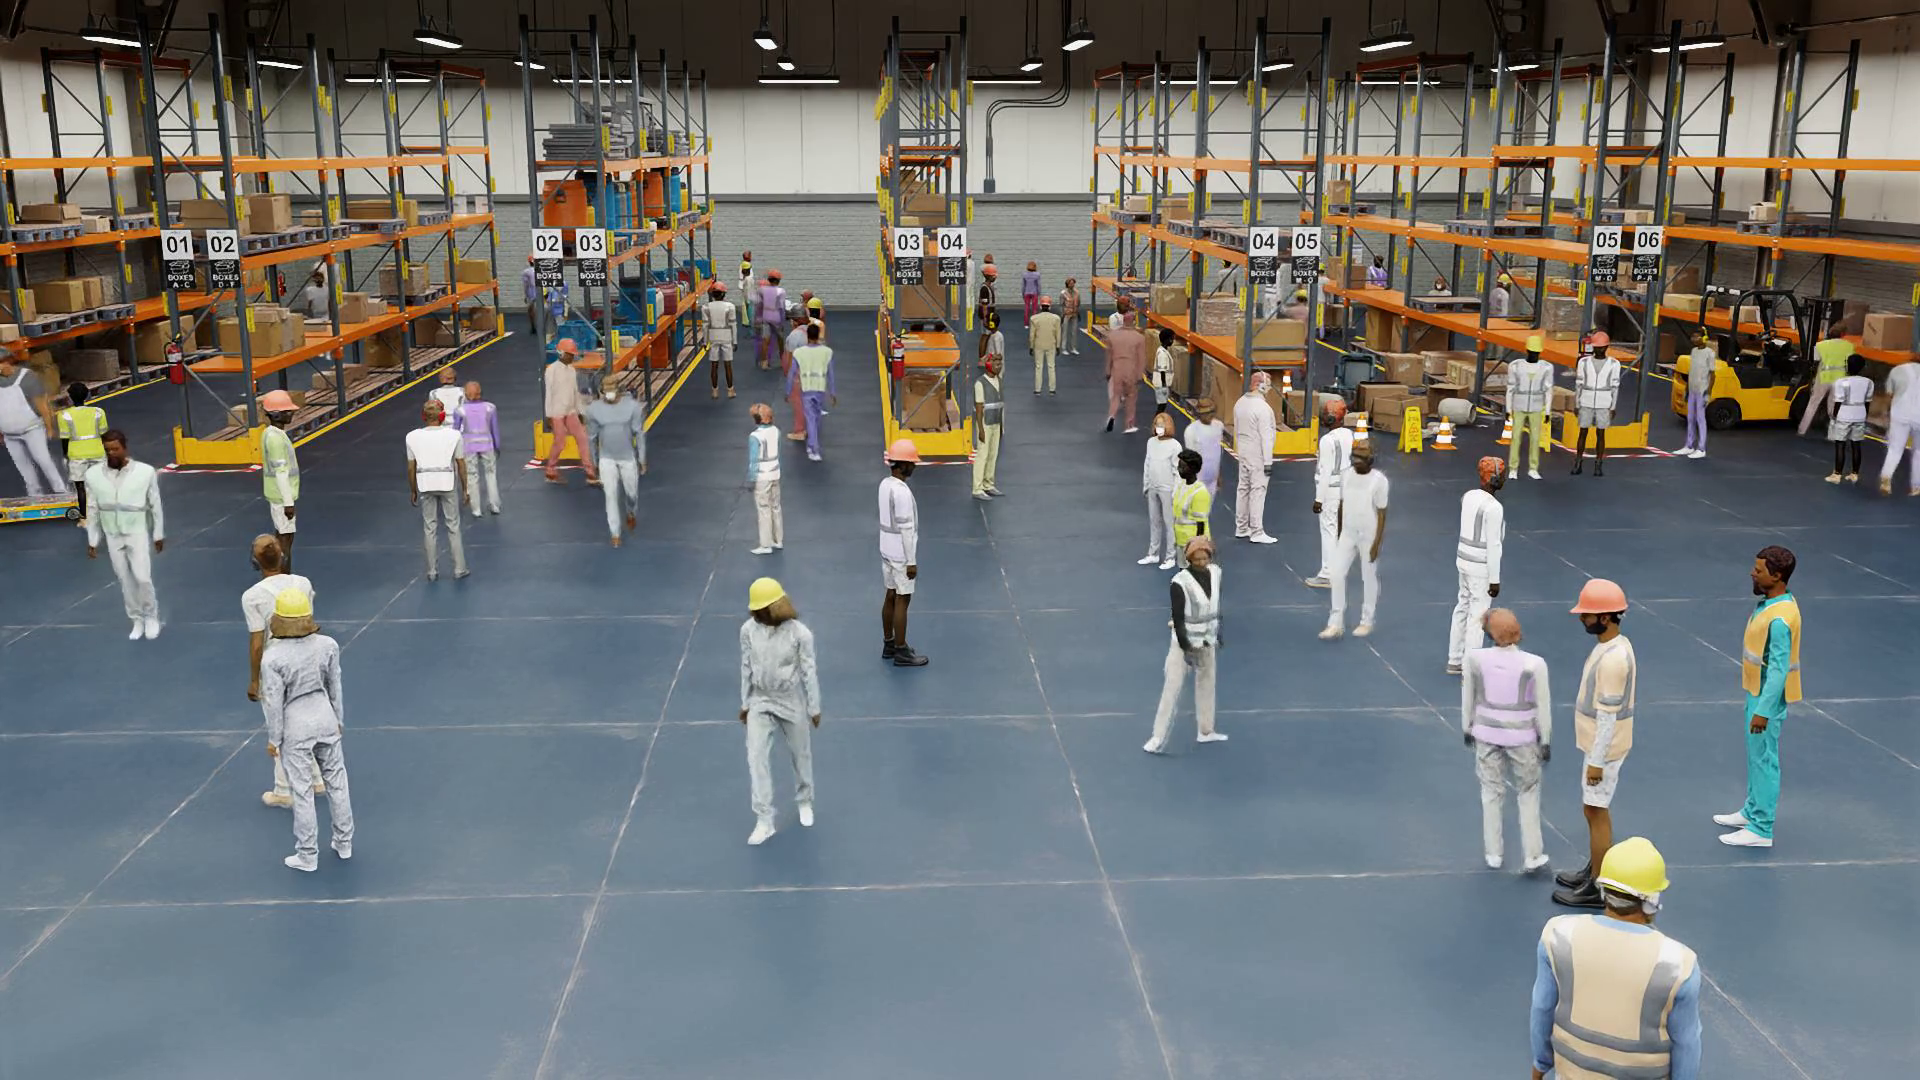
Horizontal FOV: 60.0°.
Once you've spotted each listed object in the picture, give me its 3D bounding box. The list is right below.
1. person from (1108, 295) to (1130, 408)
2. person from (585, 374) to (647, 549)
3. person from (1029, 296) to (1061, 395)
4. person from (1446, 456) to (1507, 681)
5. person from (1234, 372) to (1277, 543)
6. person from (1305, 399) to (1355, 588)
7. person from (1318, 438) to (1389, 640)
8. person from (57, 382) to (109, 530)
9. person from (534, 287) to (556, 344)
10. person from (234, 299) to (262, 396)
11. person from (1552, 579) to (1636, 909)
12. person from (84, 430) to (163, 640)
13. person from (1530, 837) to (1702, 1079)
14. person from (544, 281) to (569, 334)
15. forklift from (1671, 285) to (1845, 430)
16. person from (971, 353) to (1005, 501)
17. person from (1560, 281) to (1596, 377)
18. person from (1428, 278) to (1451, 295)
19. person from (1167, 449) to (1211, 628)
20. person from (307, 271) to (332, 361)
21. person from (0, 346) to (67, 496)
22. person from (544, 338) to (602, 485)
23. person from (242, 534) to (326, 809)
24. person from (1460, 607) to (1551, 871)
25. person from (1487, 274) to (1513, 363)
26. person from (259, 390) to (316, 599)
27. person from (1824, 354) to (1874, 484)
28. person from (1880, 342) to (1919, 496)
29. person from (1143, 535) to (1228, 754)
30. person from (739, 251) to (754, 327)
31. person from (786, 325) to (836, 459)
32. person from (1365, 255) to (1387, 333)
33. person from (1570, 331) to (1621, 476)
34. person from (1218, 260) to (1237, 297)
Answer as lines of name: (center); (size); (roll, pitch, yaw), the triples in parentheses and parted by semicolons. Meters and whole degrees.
person: (2.704, -3.180, 28.070); (0.360, 1.886, 0.574); (9, 16, 34)
person: (-3.780, -0.907, 18.386); (0.648, 1.916, 0.763); (-2, 13, -7)
person: (1.502, -3.446, 29.482); (0.575, 1.749, 0.334); (-1, 13, -5)
person: (4.244, 0.245, 13.597); (0.355, 1.877, 0.574); (-2, 13, -9)
person: (3.296, -0.919, 18.460); (0.409, 1.903, 0.638); (-5, 14, -22)
person: (3.699, -0.465, 16.573); (0.356, 1.884, 0.574); (10, 16, 36)
person: (3.472, 0.013, 14.678); (0.524, 1.815, 0.789); (12, 18, 42)
person: (-10.027, -0.965, 19.090); (0.531, 1.698, 0.320); (-12, 18, -40)
person: (-7.816, -3.890, 31.362); (0.349, 1.758, 0.522); (1, 13, 2)
person: (-12.597, -3.413, 29.386); (0.320, 1.737, 0.485); (0, 13, 1)
person: (3.656, 1.166, 9.579); (0.393, 1.927, 0.550); (5, 14, 19)
person: (-7.387, -0.032, 14.706); (0.593, 1.898, 0.526); (-2, 13, -9)
person: (2.459, 1.995, 6.269); (0.599, 1.827, 0.403); (9, 16, 34)
person: (-8.271, -4.635, 33.890); (0.607, 2.048, 0.366); (1, 13, 4)
forklift: (12.503, -2.886, 26.166); (2.313, 2.155, 1.214); (-1, 13, -3)
person: (0.347, -1.419, 20.728); (0.384, 1.836, 0.561); (8, 15, 31)
person: (11.803, -3.997, 31.633); (0.510, 1.835, 0.758); (-5, 14, -20)
person: (10.116, -4.727, 35.166); (0.507, 1.631, 0.266); (6, 15, 25)
person: (2.073, 0.014, 14.960); (0.319, 1.693, 0.535); (-4, 14, -15)
person: (-13.266, -4.667, 34.506); (0.519, 1.838, 0.913); (-6, 15, -25)
person: (-11.452, -1.417, 20.269); (0.777, 2.000, 0.541); (2, 13, 7)
person: (-5.026, -1.647, 21.535); (0.872, 1.916, 0.654); (6, 14, 23)
person: (-4.492, 0.864, 11.030); (0.326, 1.841, 0.515); (8, 15, 29)
person: (3.299, 1.206, 10.088); (0.574, 1.604, 0.327); (7, 15, 29)
person: (10.944, -4.469, 33.674); (0.411, 1.821, 0.615); (-2, 13, -10)
person: (-6.529, -0.434, 16.098); (0.377, 2.045, 0.605); (-7, 15, -27)
person: (11.578, -1.570, 21.653); (0.542, 1.697, 0.316); (-2, 13, -9)
person: (11.892, -1.530, 20.750); (0.687, 2.000, 0.795); (10, 17, 37)
person: (1.692, 0.747, 12.008); (0.711, 1.619, 0.348); (-10, 17, -37)
person: (-5.203, -6.113, 40.581); (0.375, 1.843, 0.575); (-4, 14, -17)
person: (-2.118, -2.111, 23.588); (0.650, 1.864, 0.992); (-4, 14, -18)
person: (9.827, -5.796, 39.249); (0.629, 1.842, 0.429); (-7, 15, -28)
person: (8.471, -1.811, 22.157); (0.547, 1.938, 0.377); (6, 15, 25)
person: (6.164, -5.628, 38.478); (0.514, 1.871, 0.327); (-6, 14, -22)
